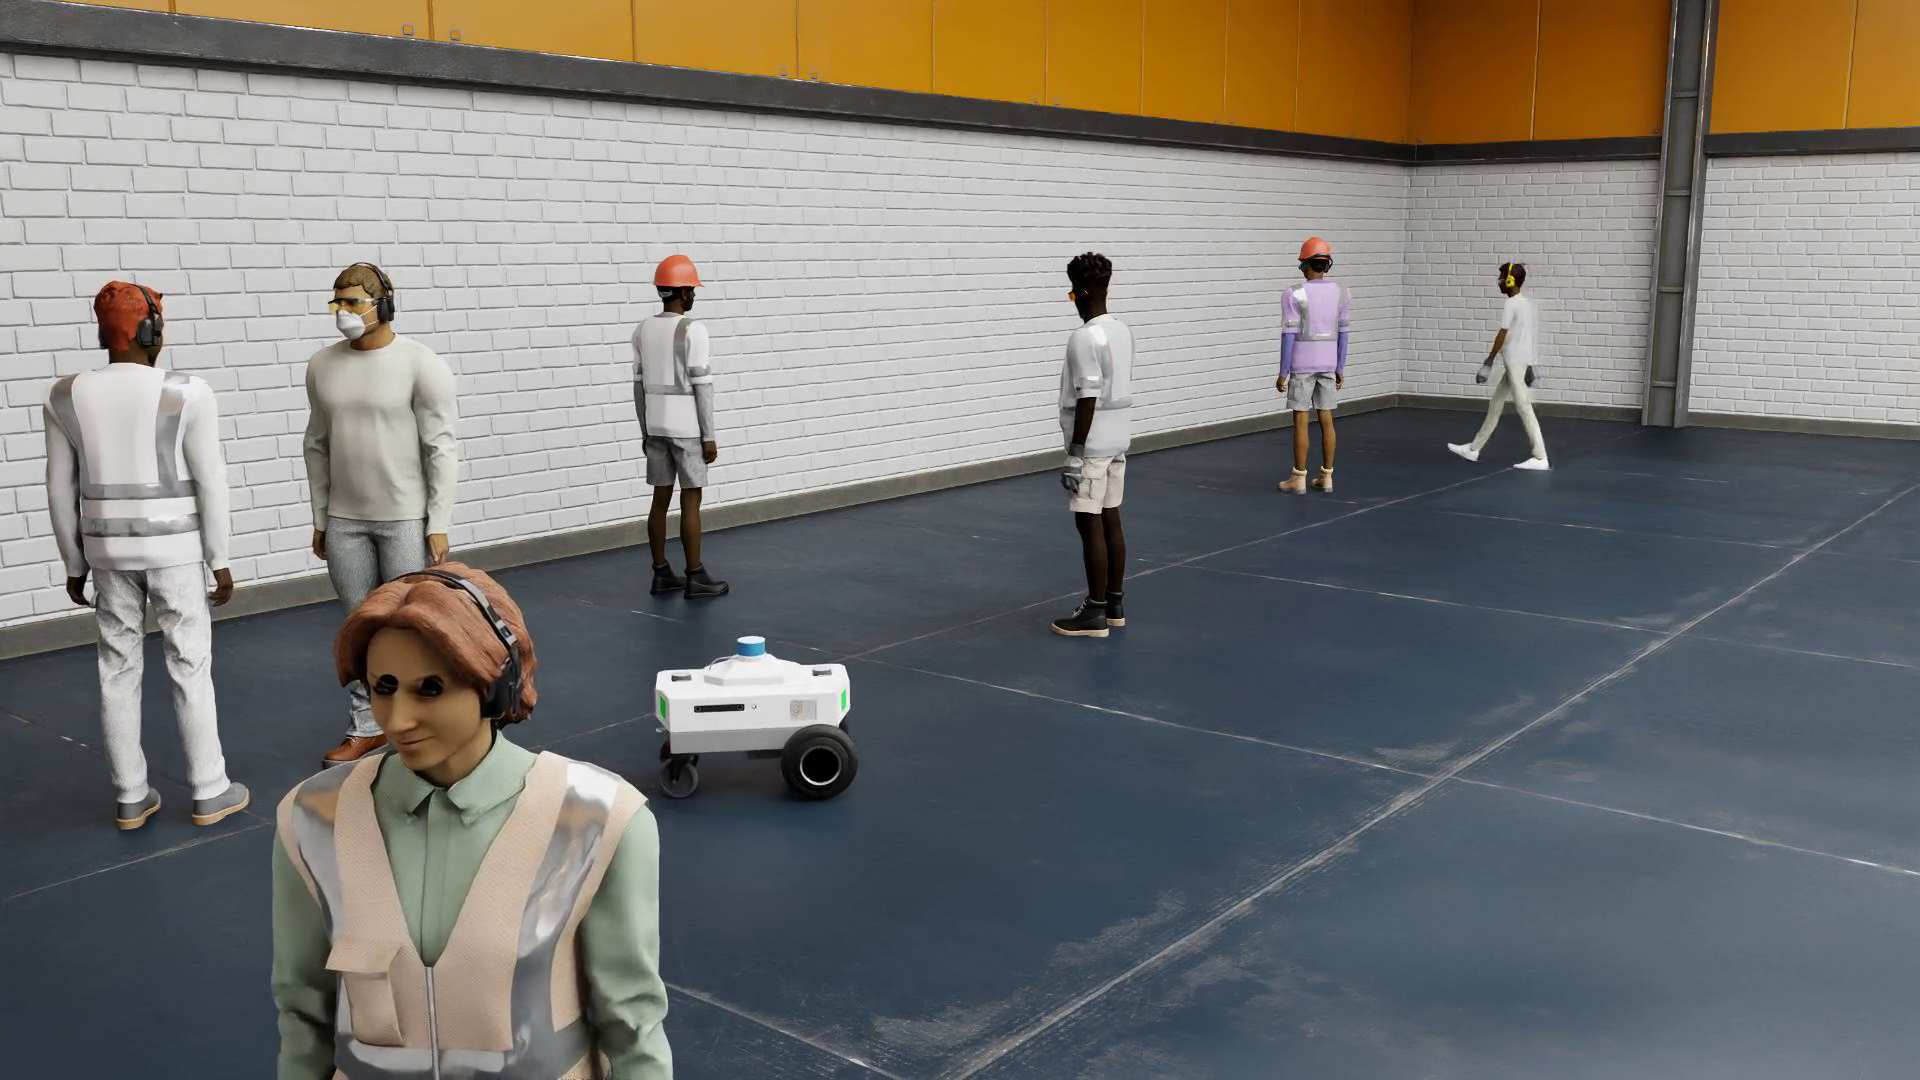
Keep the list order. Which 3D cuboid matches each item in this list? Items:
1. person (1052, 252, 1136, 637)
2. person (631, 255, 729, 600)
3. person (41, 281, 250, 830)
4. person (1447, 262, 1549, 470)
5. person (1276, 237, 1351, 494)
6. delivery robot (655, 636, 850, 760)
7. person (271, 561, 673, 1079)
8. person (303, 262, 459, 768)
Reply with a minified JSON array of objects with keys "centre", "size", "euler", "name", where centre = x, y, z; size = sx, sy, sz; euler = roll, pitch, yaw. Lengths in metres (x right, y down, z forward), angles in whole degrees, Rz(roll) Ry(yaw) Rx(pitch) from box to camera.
[{"centre":[0.685,-0.485,8.538],"size":[0.361,1.959,0.617],"euler":[5,11,26],"name":"person"},{"centre":[-1.592,-0.634,9.427],"size":[0.545,1.939,0.373],"euler":[7,12,34],"name":"person"},{"centre":[-2.793,0.062,5.715],"size":[0.575,1.885,0.360],"euler":[-1,10,-4],"name":"person"},{"centre":[4.844,-1.545,14.821],"size":[0.975,1.820,0.540],"euler":[6,12,30],"name":"person"},{"centre":[2.807,-1.387,13.312],"size":[0.610,2.043,0.375],"euler":[-4,11,-20],"name":"person"},{"centre":[-0.770,0.601,6.158],"size":[0.707,0.478,0.477],"euler":[-1,10,-8],"name":"delivery robot"},{"centre":[-0.618,0.832,2.154],"size":[0.519,1.634,0.311],"euler":[1,10,4],"name":"person"},{"centre":[-2.197,-0.072,6.315],"size":[0.630,1.940,0.370],"euler":[3,11,15],"name":"person"}]
